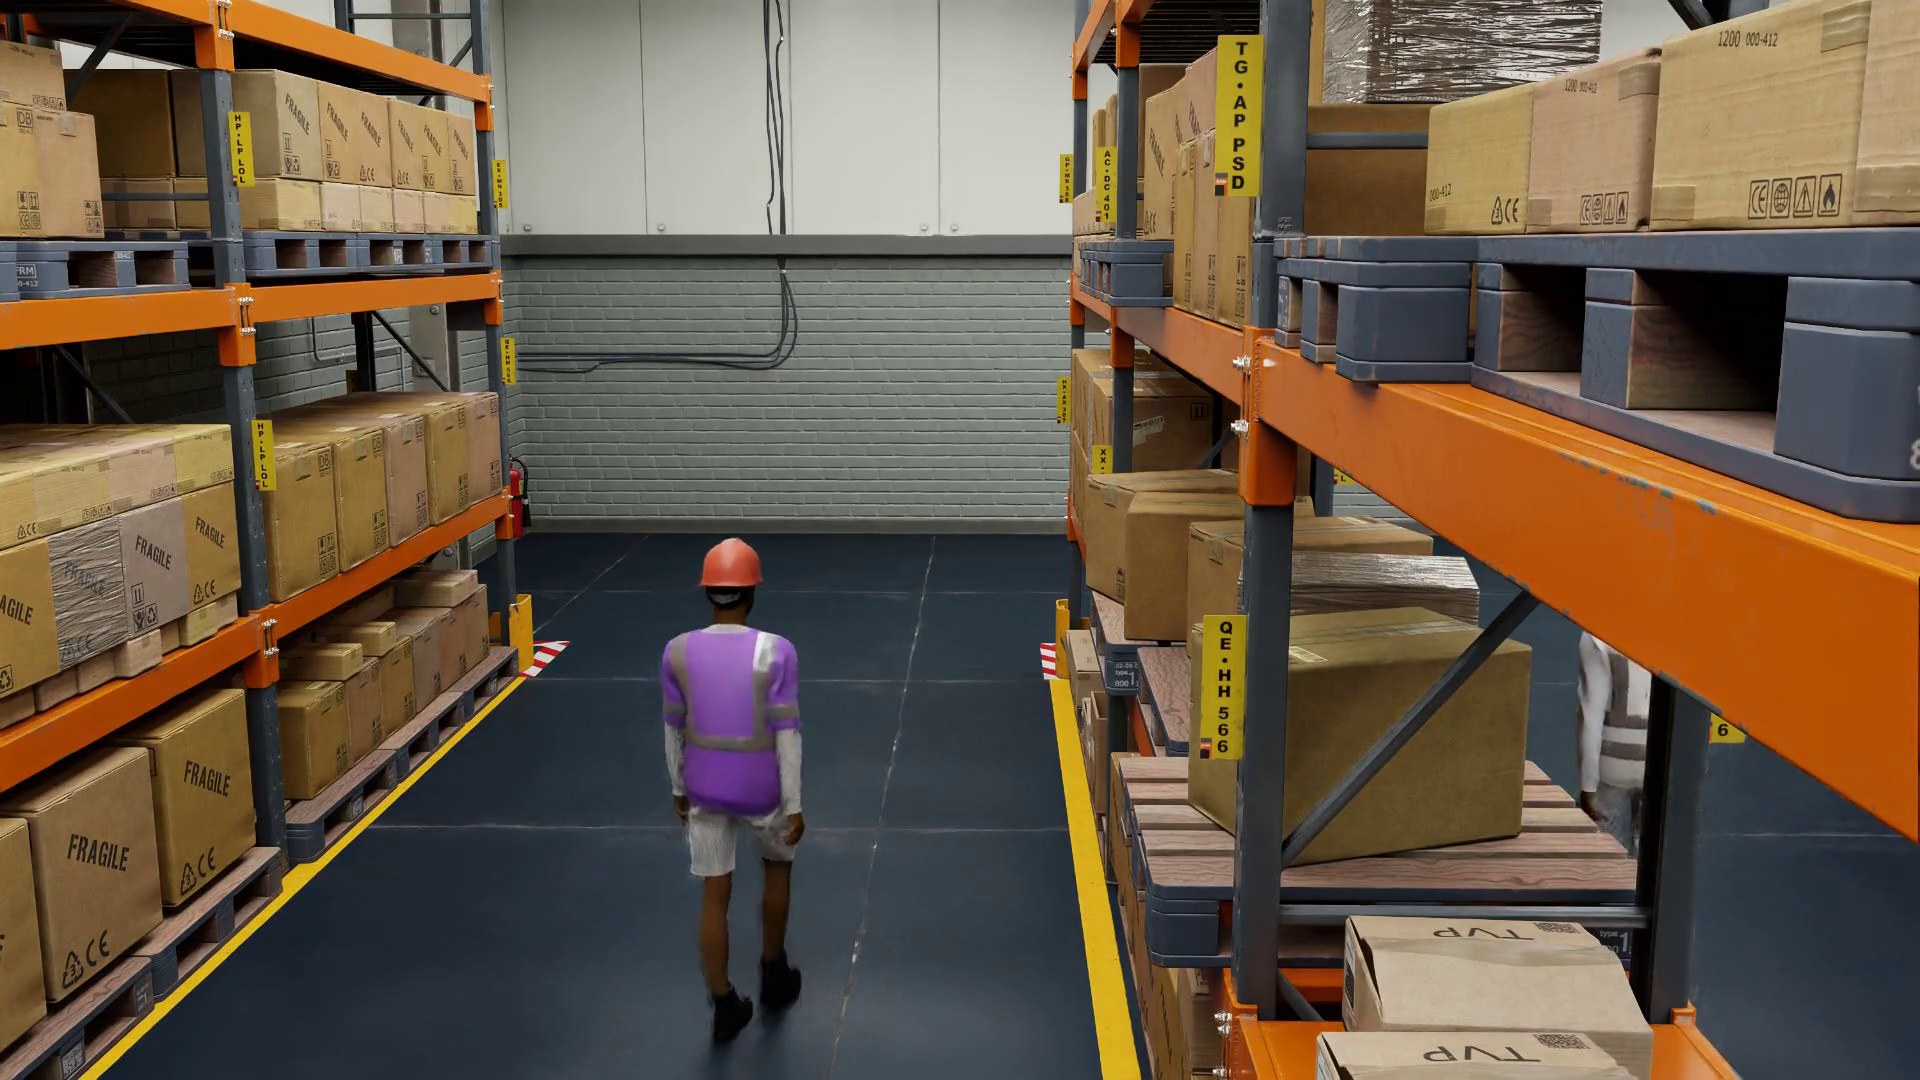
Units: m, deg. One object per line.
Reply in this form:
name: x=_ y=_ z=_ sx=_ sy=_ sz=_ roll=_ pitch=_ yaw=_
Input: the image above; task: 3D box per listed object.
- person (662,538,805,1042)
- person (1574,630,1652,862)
person: x=-0.850 y=0.937 z=6.488 sx=0.587 sy=1.911 sz=0.713 roll=2 pitch=10 yaw=11
person: x=2.723 y=0.914 z=6.752 sx=0.589 sy=1.865 sz=0.487 roll=-1 pitch=10 yaw=-4
